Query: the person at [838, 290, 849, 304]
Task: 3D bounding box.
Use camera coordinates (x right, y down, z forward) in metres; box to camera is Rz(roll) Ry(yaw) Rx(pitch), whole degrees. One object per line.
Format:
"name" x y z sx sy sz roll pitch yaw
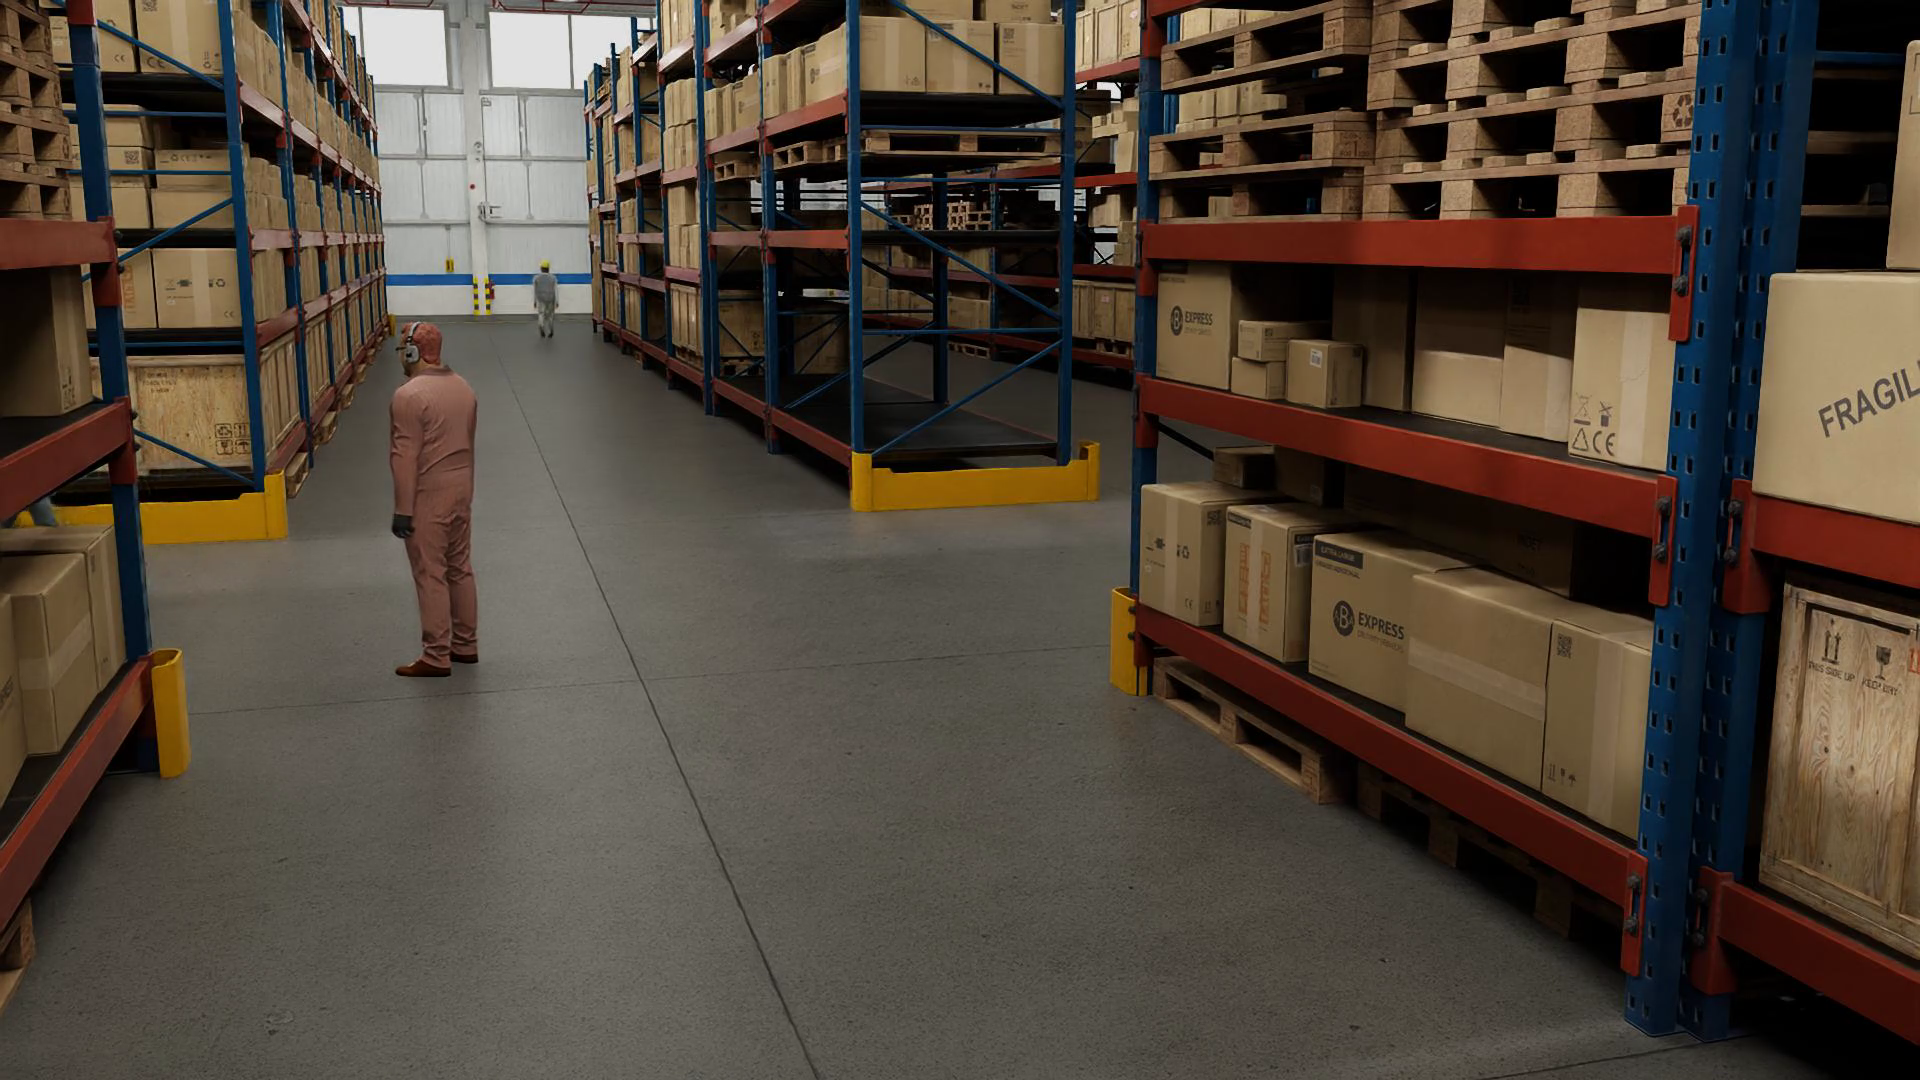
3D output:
"person" -2.290 -4.844 34.182 0.410 1.946 0.621 4 11 22

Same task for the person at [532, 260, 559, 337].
"person" -9.648 -5.609 38.746 0.598 1.815 0.630 -1 10 -7

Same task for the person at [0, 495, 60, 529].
"person" -5.984 -0.340 10.433 0.845 1.588 0.526 -2 10 -9

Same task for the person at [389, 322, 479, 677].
"person" -2.854 -0.219 8.972 0.399 1.900 0.645 3 11 14
